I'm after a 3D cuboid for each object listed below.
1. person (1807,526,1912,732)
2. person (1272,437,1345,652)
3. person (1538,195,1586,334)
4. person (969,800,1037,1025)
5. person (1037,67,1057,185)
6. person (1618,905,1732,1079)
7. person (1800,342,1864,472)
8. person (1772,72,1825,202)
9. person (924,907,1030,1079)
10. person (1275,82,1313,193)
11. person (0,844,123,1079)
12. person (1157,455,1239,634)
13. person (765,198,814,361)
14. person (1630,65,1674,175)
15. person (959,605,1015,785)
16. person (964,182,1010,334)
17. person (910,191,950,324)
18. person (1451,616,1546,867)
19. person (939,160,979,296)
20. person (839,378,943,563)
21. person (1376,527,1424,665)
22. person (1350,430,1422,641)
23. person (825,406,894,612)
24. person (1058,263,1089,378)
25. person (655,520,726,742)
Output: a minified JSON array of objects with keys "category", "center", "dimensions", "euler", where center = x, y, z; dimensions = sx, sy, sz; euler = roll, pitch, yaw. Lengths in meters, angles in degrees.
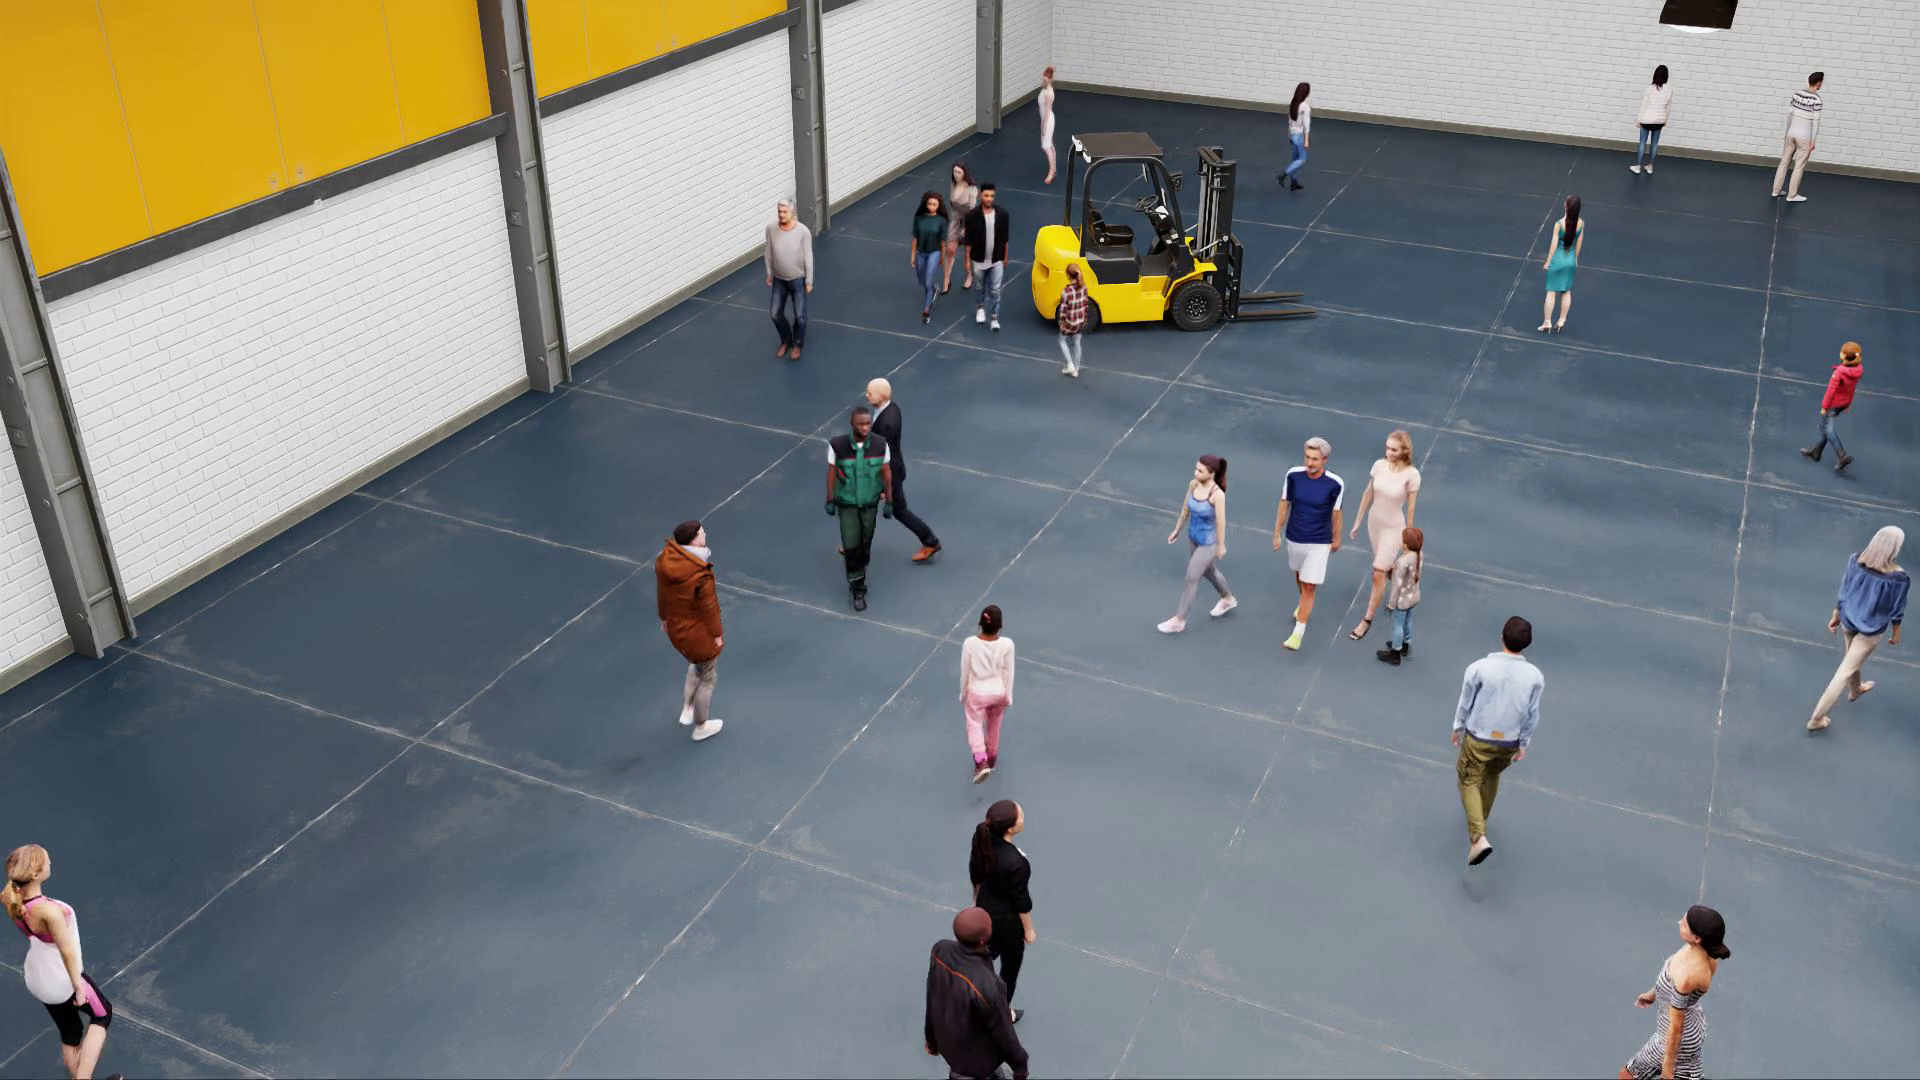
[{"category":"person","center":[6.688,0.703,12.423],"dimensions":[1.215,1.644,1.031],"euler":[-17,33,-28]},{"category":"person","center":[2.880,-0.042,13.640],"dimensions":[0.731,1.786,1.188],"euler":[16,32,26]},{"category":"person","center":[7.115,-3.260,19.645],"dimensions":[0.627,1.685,0.652],"euler":[-4,29,-8]},{"category":"person","center":[0.177,2.223,9.631],"dimensions":[0.853,1.649,0.779],"euler":[-17,33,-28]},{"category":"person","center":[1.359,-6.234,25.010],"dimensions":[0.860,1.768,0.702],"euler":[4,29,7]},{"category":"person","center":[3.832,2.676,8.677],"dimensions":[0.867,1.767,1.103],"euler":[22,35,34]},{"category":"person","center":[8.733,-1.312,16.476],"dimensions":[0.849,1.301,0.868],"euler":[-13,31,-23]},{"category":"person","center":[12.291,-5.916,24.332],"dimensions":[0.795,1.860,0.755],"euler":[-12,31,-21]},{"category":"person","center":[-0.027,2.693,8.630],"dimensions":[1.314,1.784,1.089],"euler":[-20,35,-32]},{"category":"person","center":[4.946,-5.938,24.623],"dimensions":[0.928,1.620,0.862],"euler":[-11,30,-19]},{"category":"person","center":[-4.986,2.462,9.062],"dimensions":[0.636,1.774,0.699],"euler":[10,30,18]},{"category":"person","center":[2.079,0.006,13.770],"dimensions":[1.081,1.578,0.997],"euler":[-12,31,-20]},{"category":"person","center":[-1.911,-3.010,18.962],"dimensions":[0.806,1.901,0.735],"euler":[7,29,13]},{"category":"person","center":[10.665,-6.475,25.591],"dimensions":[0.693,1.635,0.682],"euler":[1,29,2]},{"category":"person","center":[0.193,1.115,11.894],"dimensions":[0.770,1.428,0.907],"euler":[-2,29,-3]},{"category":"person","center":[0.313,-3.410,19.826],"dimensions":[0.995,1.775,1.207],"euler":[-2,29,-3]},{"category":"person","center":[-0.365,-3.466,20.118],"dimensions":[0.702,1.594,1.000],"euler":[10,30,17]},{"category":"person","center":[3.545,1.363,11.065],"dimensions":[0.917,1.786,1.140],"euler":[2,29,4]},{"category":"person","center":[0.100,-3.935,20.852],"dimensions":[0.645,1.714,0.922],"euler":[16,33,27]},{"category":"person","center":[-0.543,-0.588,14.659],"dimensions":[1.139,1.769,1.227],"euler":[-2,29,-4]},{"category":"person","center":[3.577,0.443,13.370],"dimensions":[0.605,1.193,0.494],"euler":[25,37,37]},{"category":"person","center":[3.563,-0.101,13.746],"dimensions":[1.154,1.788,0.865],"euler":[-25,37,-38]},{"category":"person","center":[-0.894,-0.346,14.173],"dimensions":[0.980,1.810,1.048],"euler":[-7,29,-12]},{"category":"person","center":[1.294,-2.422,18.518],"dimensions":[0.598,1.294,0.686],"euler":[-15,32,-26]},{"category":"person","center":[-2.016,0.706,12.234],"dimensions":[0.795,1.820,0.803],"euler":[21,35,33]}]
